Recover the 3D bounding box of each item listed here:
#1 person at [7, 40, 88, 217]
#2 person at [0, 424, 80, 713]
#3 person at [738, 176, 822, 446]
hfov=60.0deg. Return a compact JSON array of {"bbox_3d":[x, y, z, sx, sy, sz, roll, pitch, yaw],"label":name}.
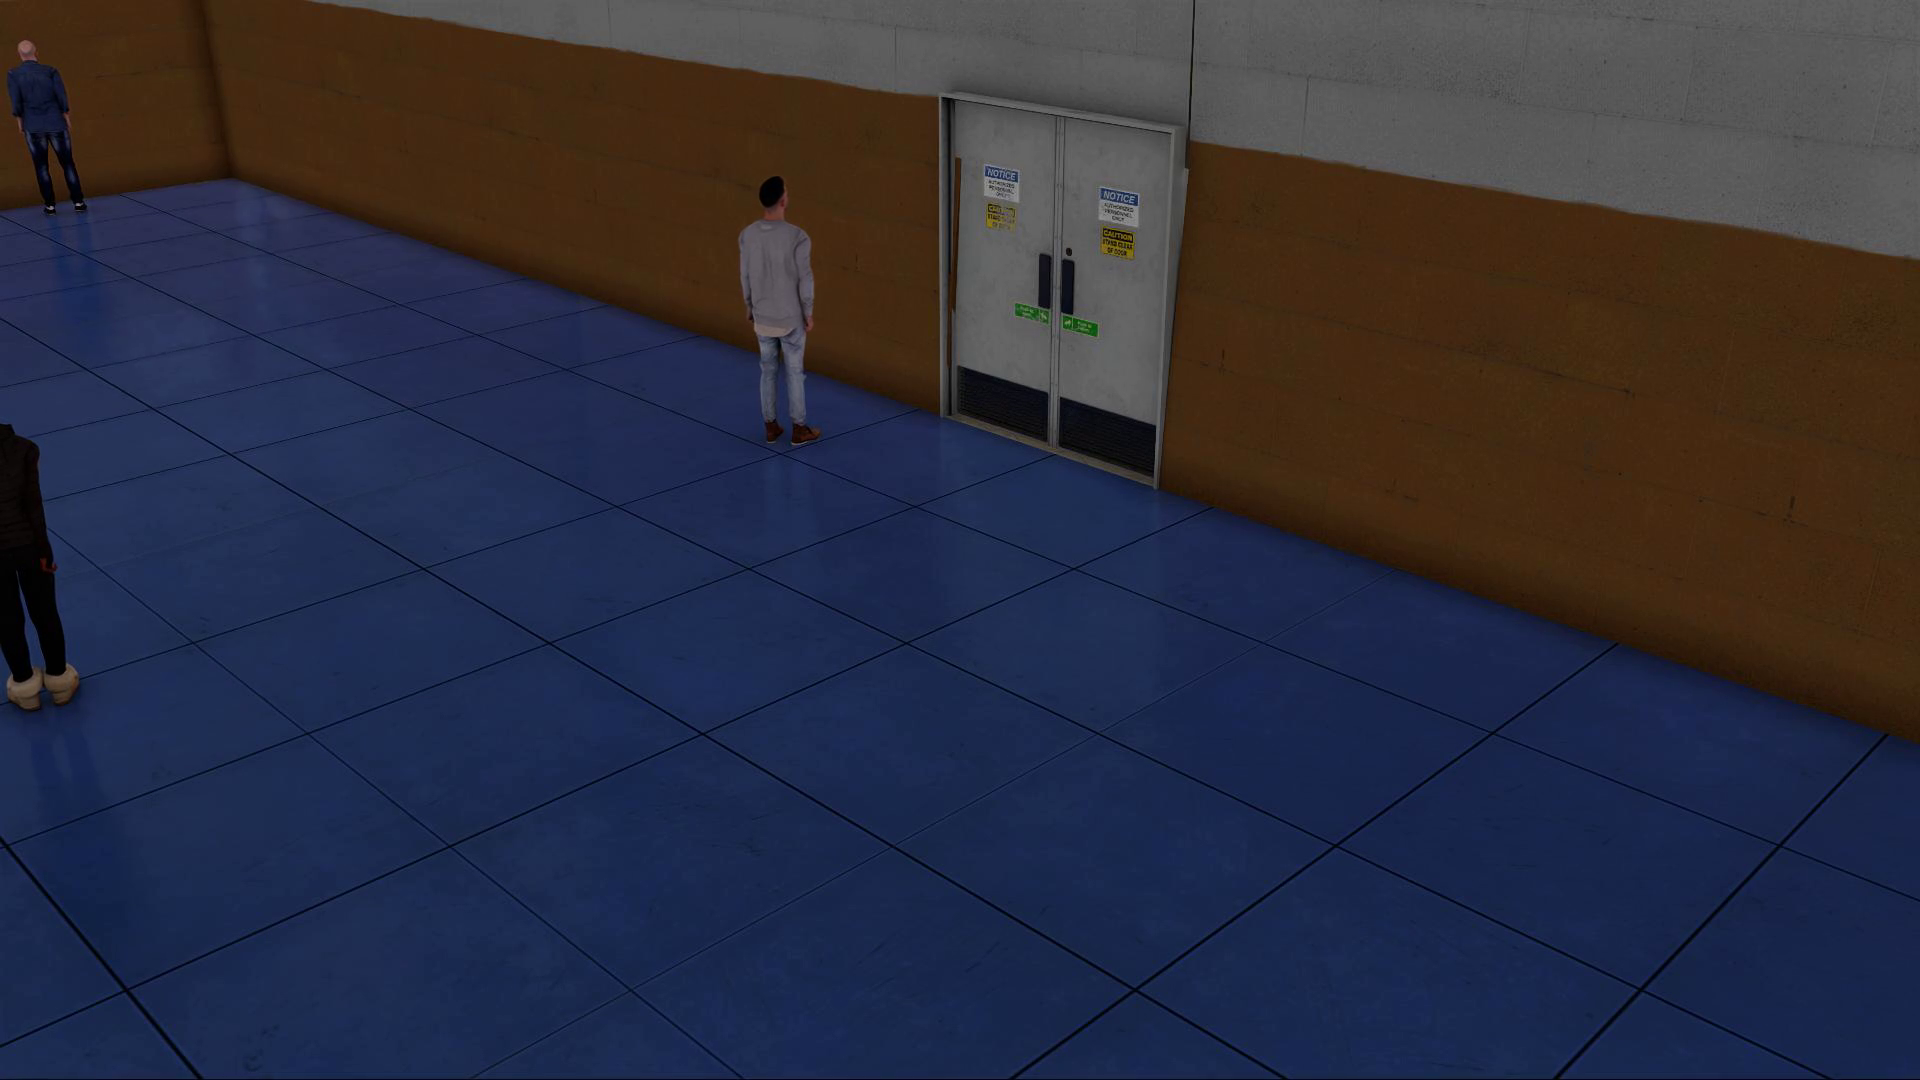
[{"bbox_3d":[-9.819,-4.423,17.858,0.654,1.825,0.842,-12,26,-25],"label":"person"},{"bbox_3d":[-4.468,0.054,7.833,0.666,1.661,0.598,9,25,19],"label":"person"},{"bbox_3d":[-1.222,-1.546,11.266,0.758,1.840,0.730,8,25,18],"label":"person"}]
